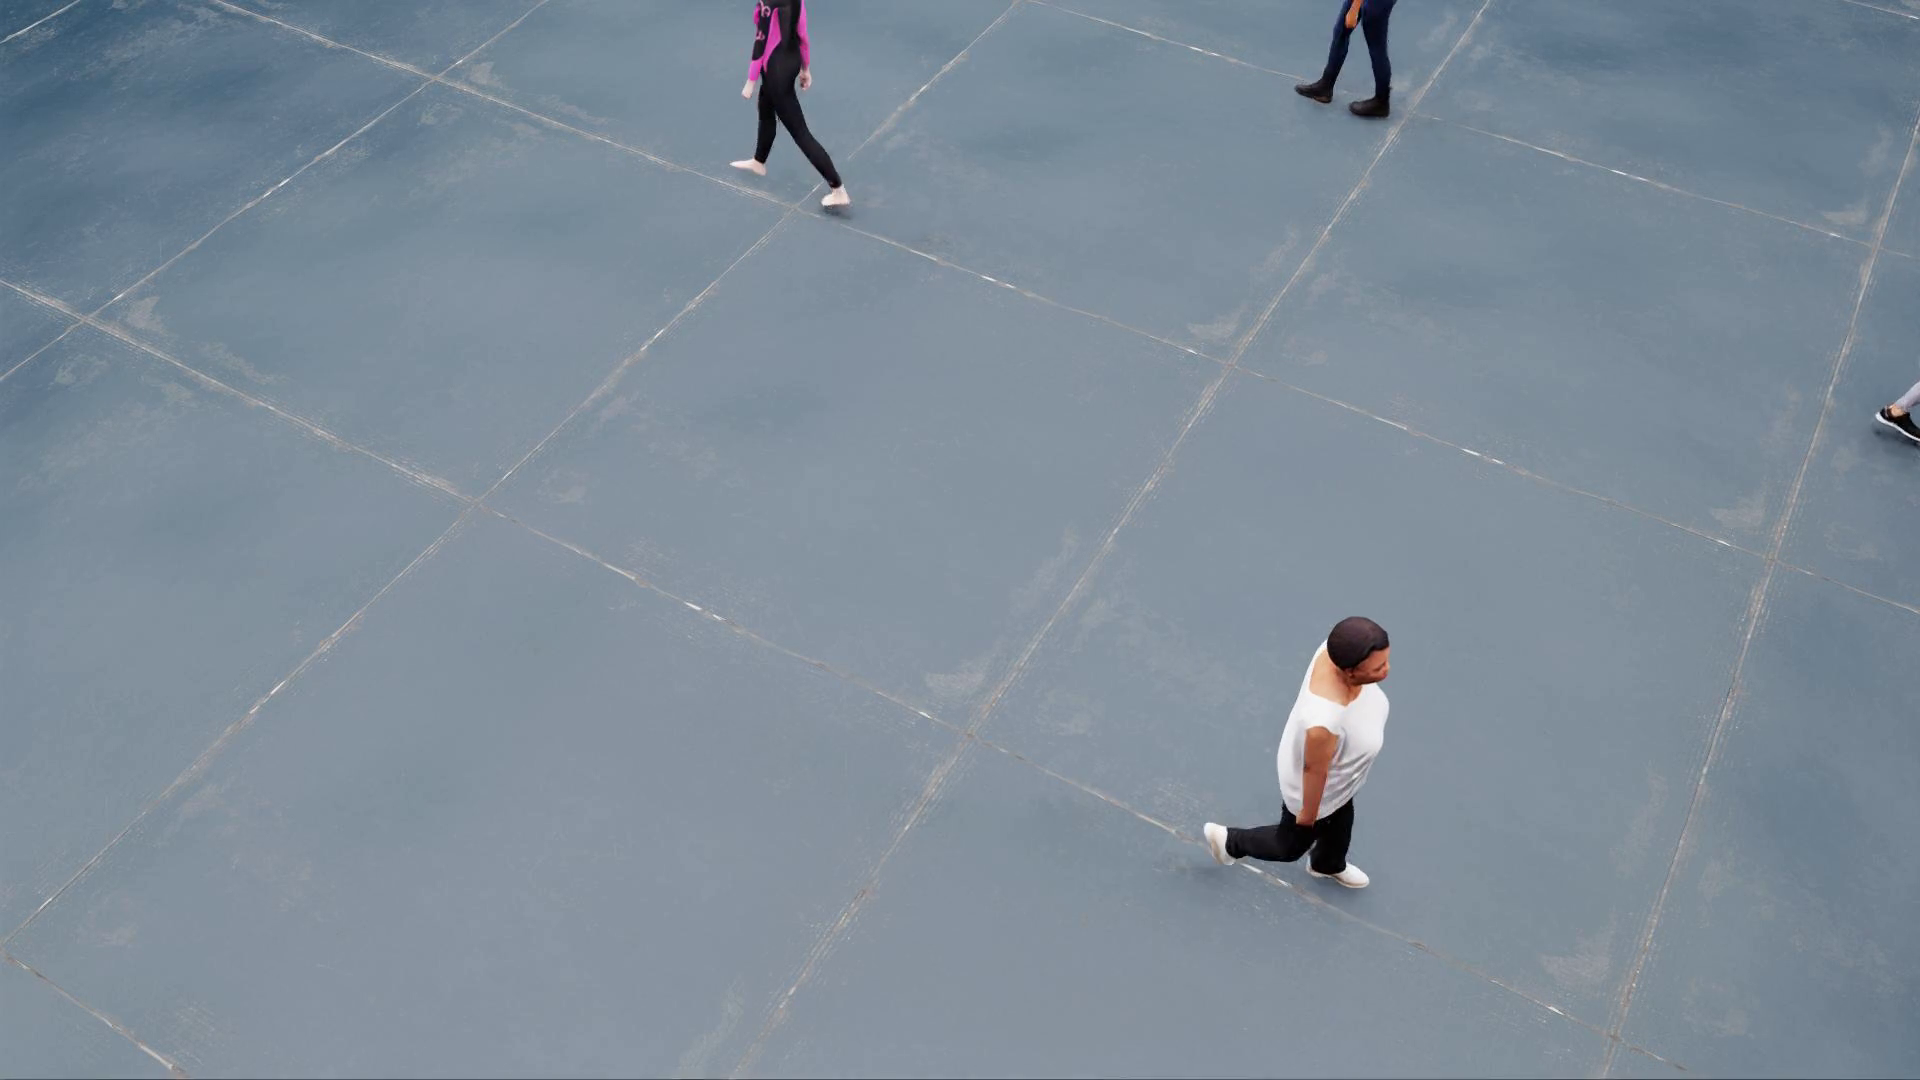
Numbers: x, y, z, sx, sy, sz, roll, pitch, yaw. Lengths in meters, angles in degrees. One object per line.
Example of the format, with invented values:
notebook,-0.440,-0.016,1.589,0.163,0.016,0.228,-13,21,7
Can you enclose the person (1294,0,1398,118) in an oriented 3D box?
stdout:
person,2.733,-3.439,10.580,0.947,1.713,0.739,12,48,11

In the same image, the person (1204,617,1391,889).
person,1.402,0.883,6.616,0.998,1.666,0.758,14,49,13

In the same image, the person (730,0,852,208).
person,-0.997,-2.741,9.942,1.158,1.702,0.632,19,50,16
